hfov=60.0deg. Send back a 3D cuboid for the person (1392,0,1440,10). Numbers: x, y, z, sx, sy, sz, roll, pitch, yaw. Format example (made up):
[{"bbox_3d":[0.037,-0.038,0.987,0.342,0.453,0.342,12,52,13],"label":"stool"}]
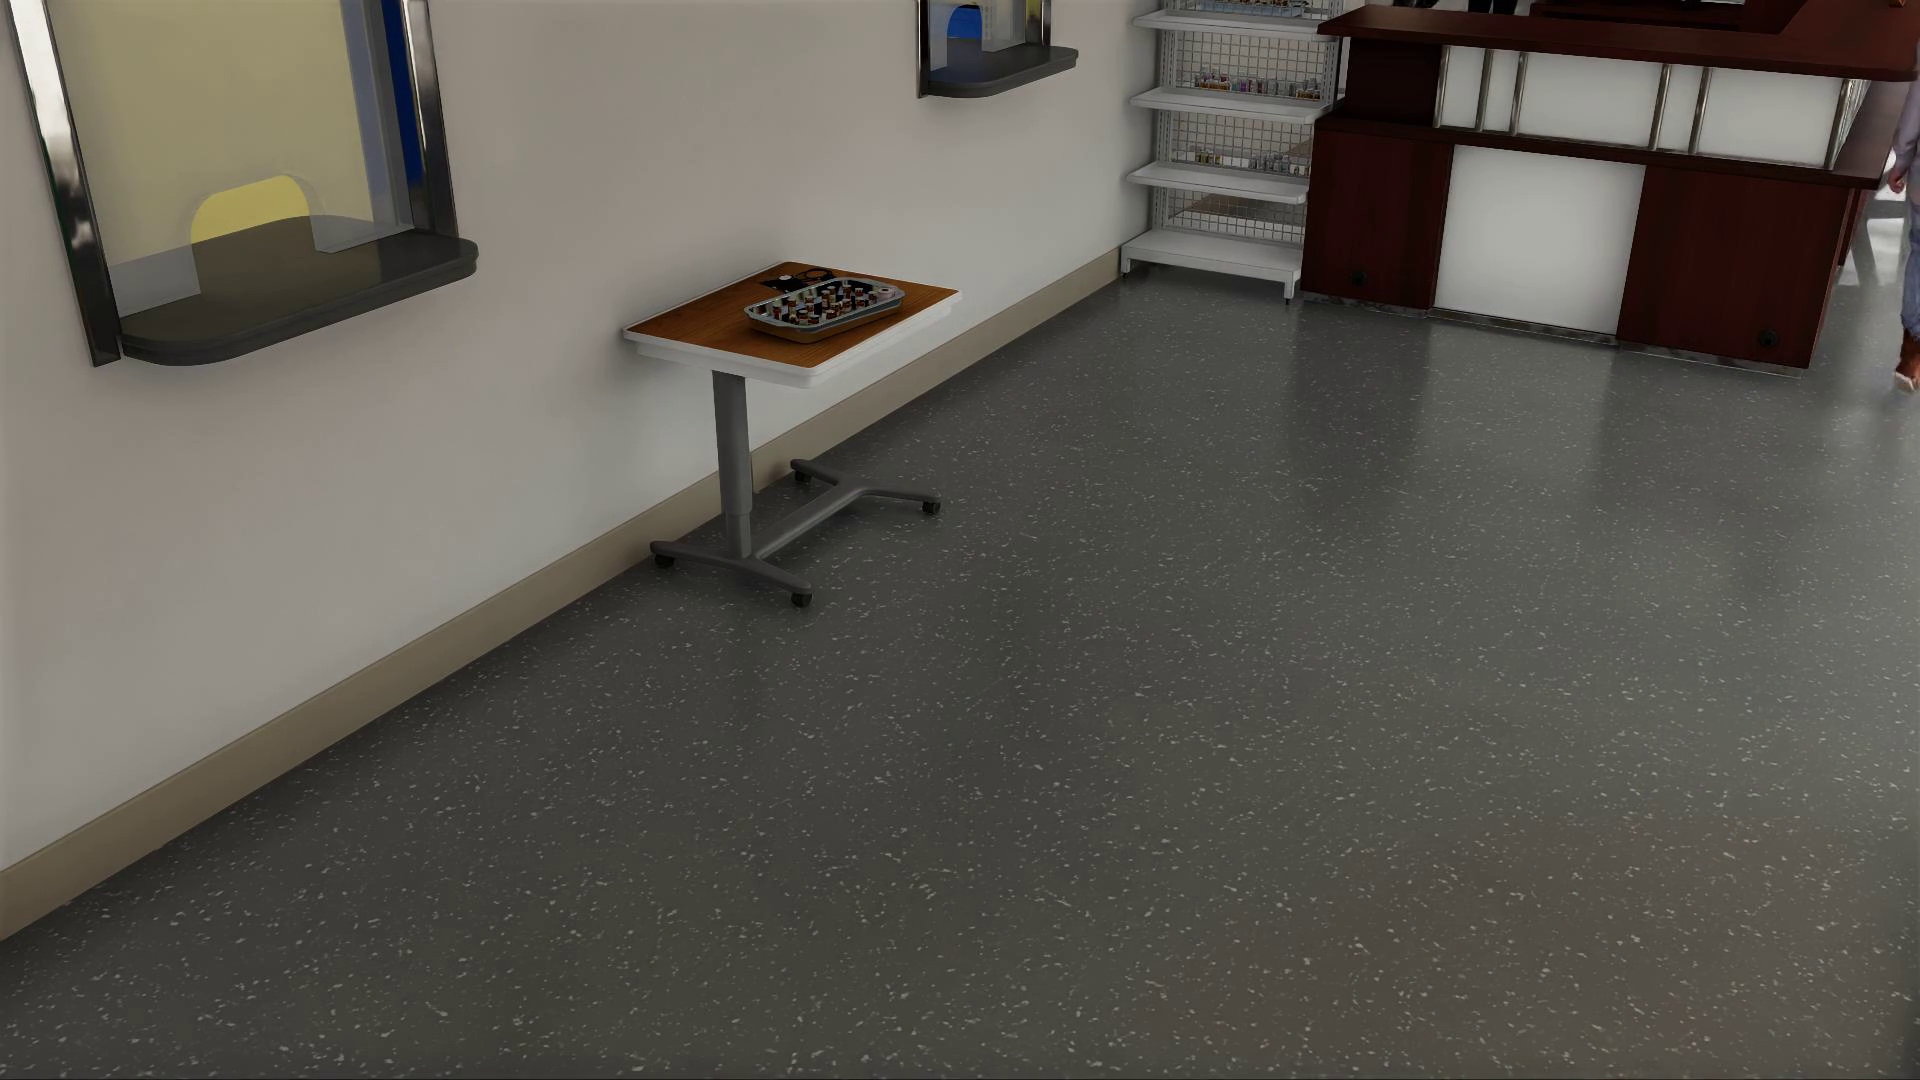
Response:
[{"bbox_3d":[3.670,-4.882,13.771,0.655,1.798,0.688,11,28,22],"label":"person"}]

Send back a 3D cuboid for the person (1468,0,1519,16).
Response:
[{"bbox_3d":[3.913,-4.054,12.155,0.432,1.711,0.649,17,31,32],"label":"person"}]

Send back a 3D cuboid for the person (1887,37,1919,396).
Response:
[{"bbox_3d":[4.011,-1.463,6.668,1.099,1.810,0.827,17,31,32],"label":"person"}]
